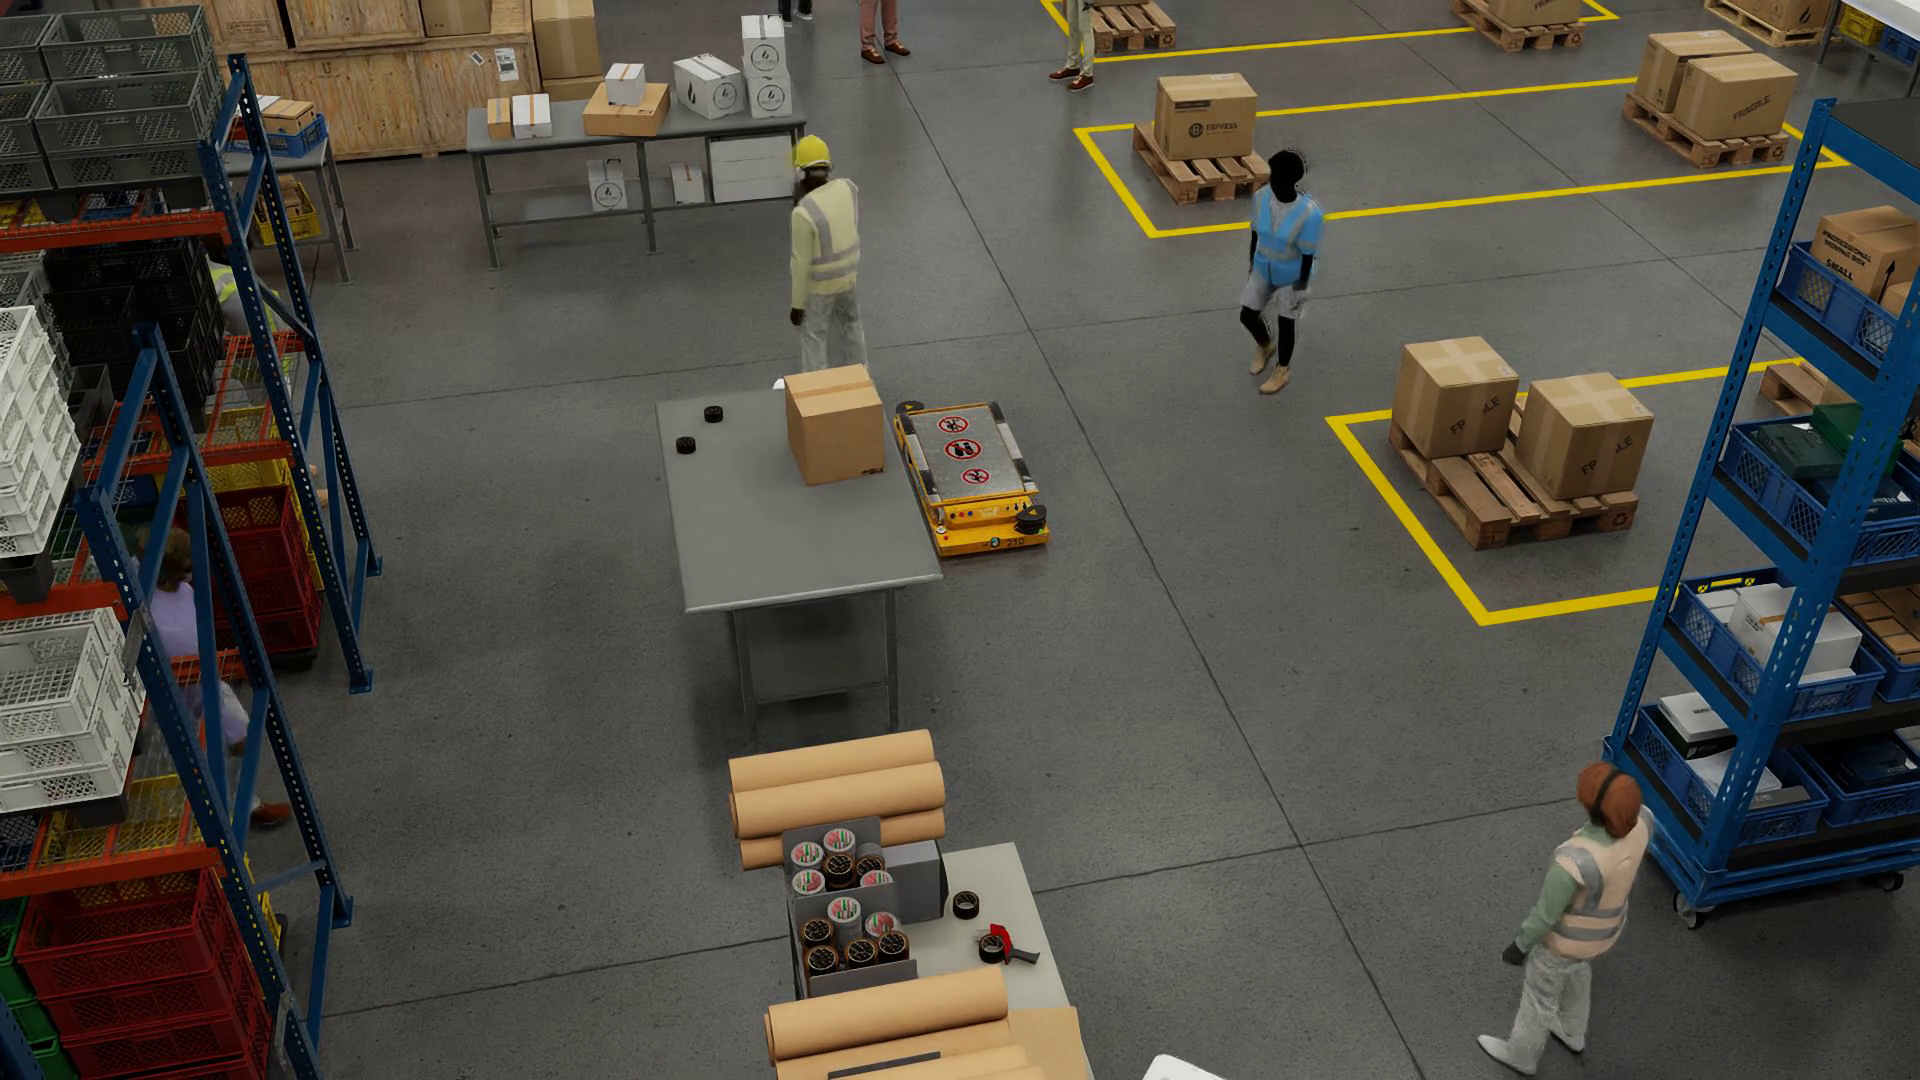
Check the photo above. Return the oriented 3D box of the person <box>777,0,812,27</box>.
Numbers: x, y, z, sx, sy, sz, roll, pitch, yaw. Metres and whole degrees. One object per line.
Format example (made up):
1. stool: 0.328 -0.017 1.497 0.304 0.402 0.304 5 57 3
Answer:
1. person: -1.713 -6.003 16.242 0.481 1.912 0.611 23 42 27

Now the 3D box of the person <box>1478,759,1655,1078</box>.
1. person: 2.362 1.487 6.397 0.534 1.637 0.328 -23 42 -28

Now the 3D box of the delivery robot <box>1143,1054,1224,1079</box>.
1. delivery robot: 0.995 2.224 6.230 0.707 0.478 0.477 19 41 23

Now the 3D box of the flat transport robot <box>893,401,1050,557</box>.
1. flat transport robot: 0.046 -0.430 10.108 0.652 0.197 1.431 -8 37 -10

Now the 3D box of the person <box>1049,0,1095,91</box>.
1. person: 1.060 -4.994 14.910 0.328 1.876 0.514 -17 40 -22

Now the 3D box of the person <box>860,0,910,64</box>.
1. person: -0.709 -5.429 15.478 0.400 1.901 0.646 31 46 34

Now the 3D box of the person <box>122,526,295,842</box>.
1. person: -3.340 0.707 7.230 0.628 1.892 0.649 -17 40 -22

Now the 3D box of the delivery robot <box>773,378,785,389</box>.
1. delivery robot: -0.949 -0.741 10.215 0.477 0.478 0.707 -6 37 -8

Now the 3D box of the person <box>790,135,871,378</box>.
1. person: -0.885 -1.638 10.477 0.428 1.795 0.832 23 42 28

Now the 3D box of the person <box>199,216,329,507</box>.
1. person: -4.027 -1.023 9.598 0.429 1.847 0.626 -23 42 -27

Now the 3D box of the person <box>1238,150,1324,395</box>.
1. person: 2.033 -1.700 10.639 0.549 1.679 0.377 28 45 32
